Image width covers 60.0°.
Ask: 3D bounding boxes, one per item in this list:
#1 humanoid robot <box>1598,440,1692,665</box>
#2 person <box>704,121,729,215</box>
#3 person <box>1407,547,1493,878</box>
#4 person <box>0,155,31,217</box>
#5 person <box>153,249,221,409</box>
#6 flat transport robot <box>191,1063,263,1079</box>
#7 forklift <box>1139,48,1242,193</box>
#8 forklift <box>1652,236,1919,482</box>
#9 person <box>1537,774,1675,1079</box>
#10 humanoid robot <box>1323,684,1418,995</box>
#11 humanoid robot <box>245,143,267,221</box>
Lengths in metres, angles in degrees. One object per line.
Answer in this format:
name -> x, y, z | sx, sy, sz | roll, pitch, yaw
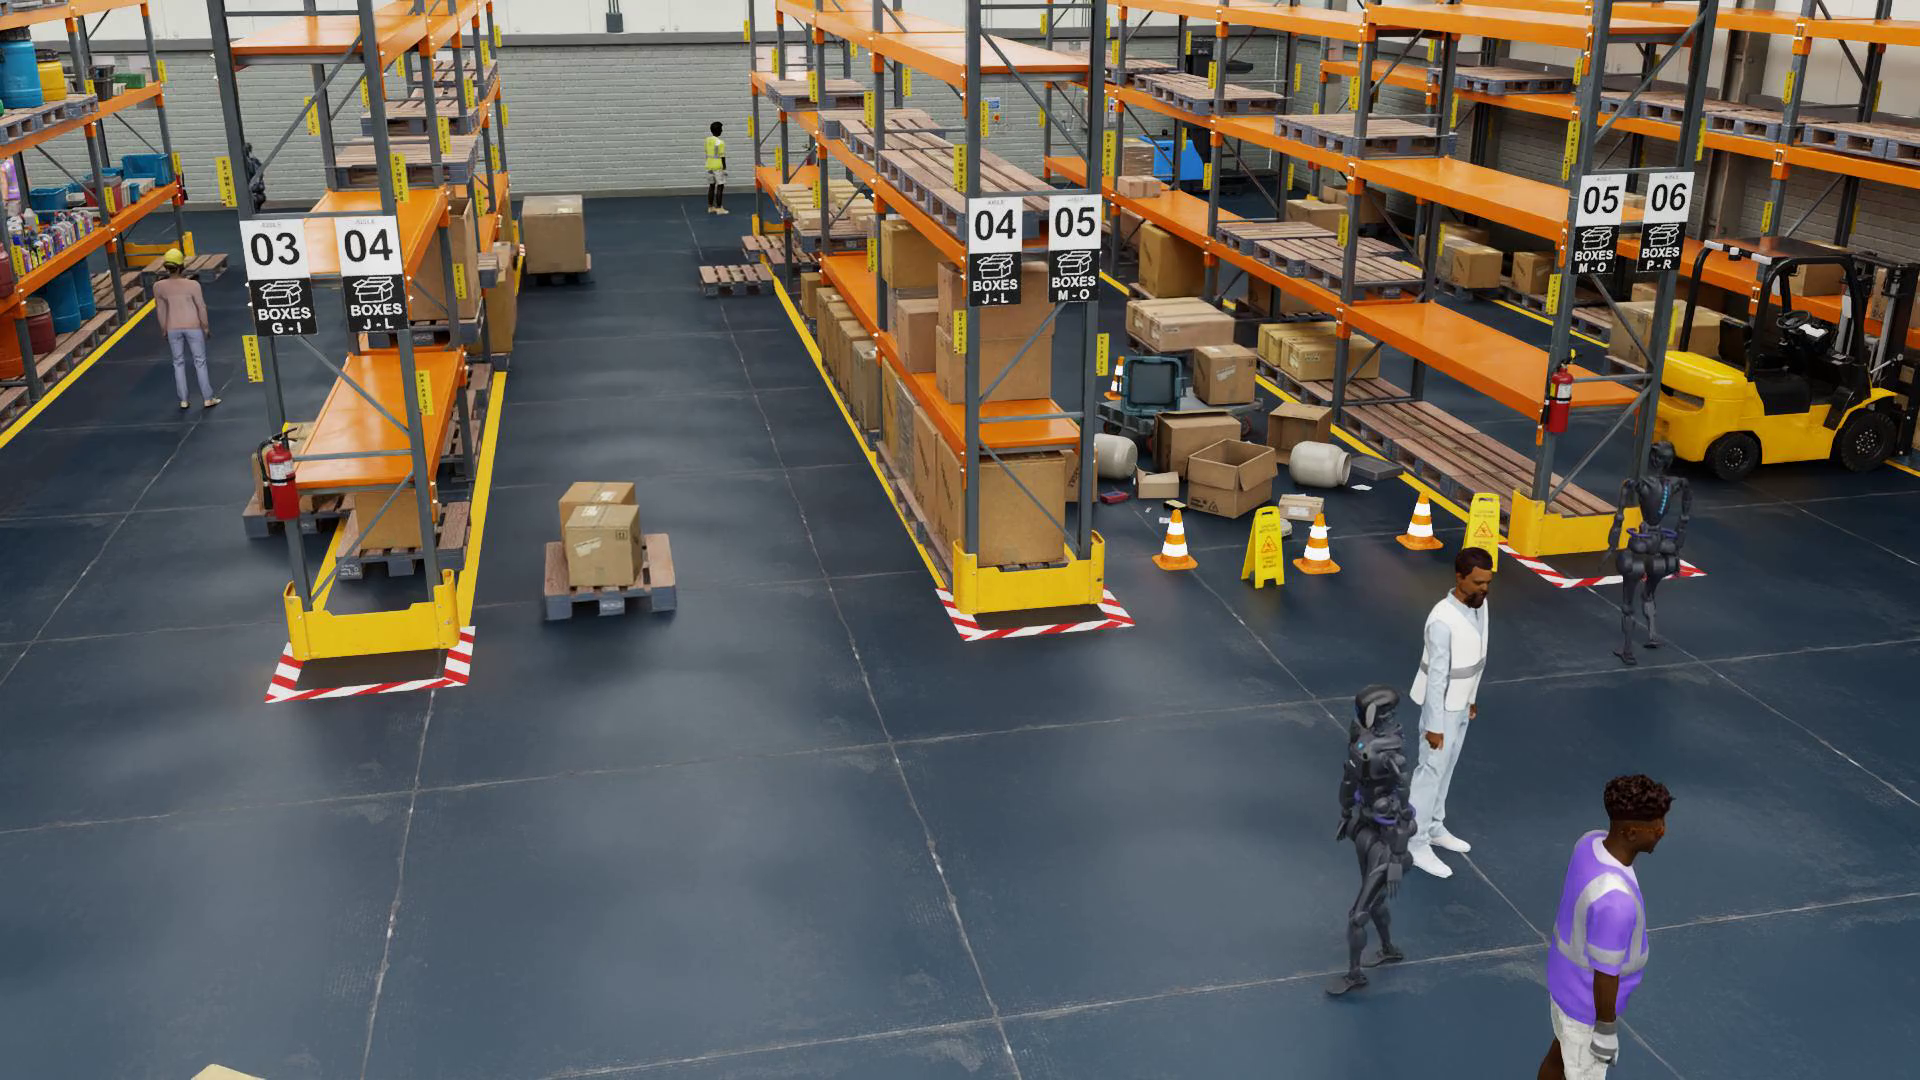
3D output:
humanoid robot -> 4.921, 0.081, 11.961 | 0.587, 1.650, 0.339 | -1, 20, -3
person -> -4.472, -6.824, 30.541 | 0.537, 1.686, 0.321 | 18, 27, 39
person -> 2.743, 0.929, 9.339 | 0.398, 1.916, 0.589 | 15, 25, 34
person -> -15.371, -5.562, 27.147 | 0.352, 1.688, 0.489 | 11, 23, 27
person -> -8.521, -2.317, 18.291 | 0.521, 1.768, 0.309 | -2, 21, -7
flat transport robot -> -2.384, 3.137, 5.757 | 1.431, 0.231, 0.659 | -17, 26, -39
forklift -> 4.566, -8.313, 32.860 | 1.873, 2.768, 1.129 | -4, 21, -12
forklift -> 8.013, -1.814, 16.330 | 2.313, 2.155, 1.214 | -4, 21, -12
person -> 2.607, 1.840, 6.833 | 0.382, 1.957, 0.601 | 4, 21, 10
humanoid robot -> 2.056, 1.456, 8.271 | 0.549, 1.634, 0.596 | -6, 21, -16
humanoid robot -> -11.935, -5.838, 27.954 | 0.758, 1.626, 0.593 | 7, 22, 19
